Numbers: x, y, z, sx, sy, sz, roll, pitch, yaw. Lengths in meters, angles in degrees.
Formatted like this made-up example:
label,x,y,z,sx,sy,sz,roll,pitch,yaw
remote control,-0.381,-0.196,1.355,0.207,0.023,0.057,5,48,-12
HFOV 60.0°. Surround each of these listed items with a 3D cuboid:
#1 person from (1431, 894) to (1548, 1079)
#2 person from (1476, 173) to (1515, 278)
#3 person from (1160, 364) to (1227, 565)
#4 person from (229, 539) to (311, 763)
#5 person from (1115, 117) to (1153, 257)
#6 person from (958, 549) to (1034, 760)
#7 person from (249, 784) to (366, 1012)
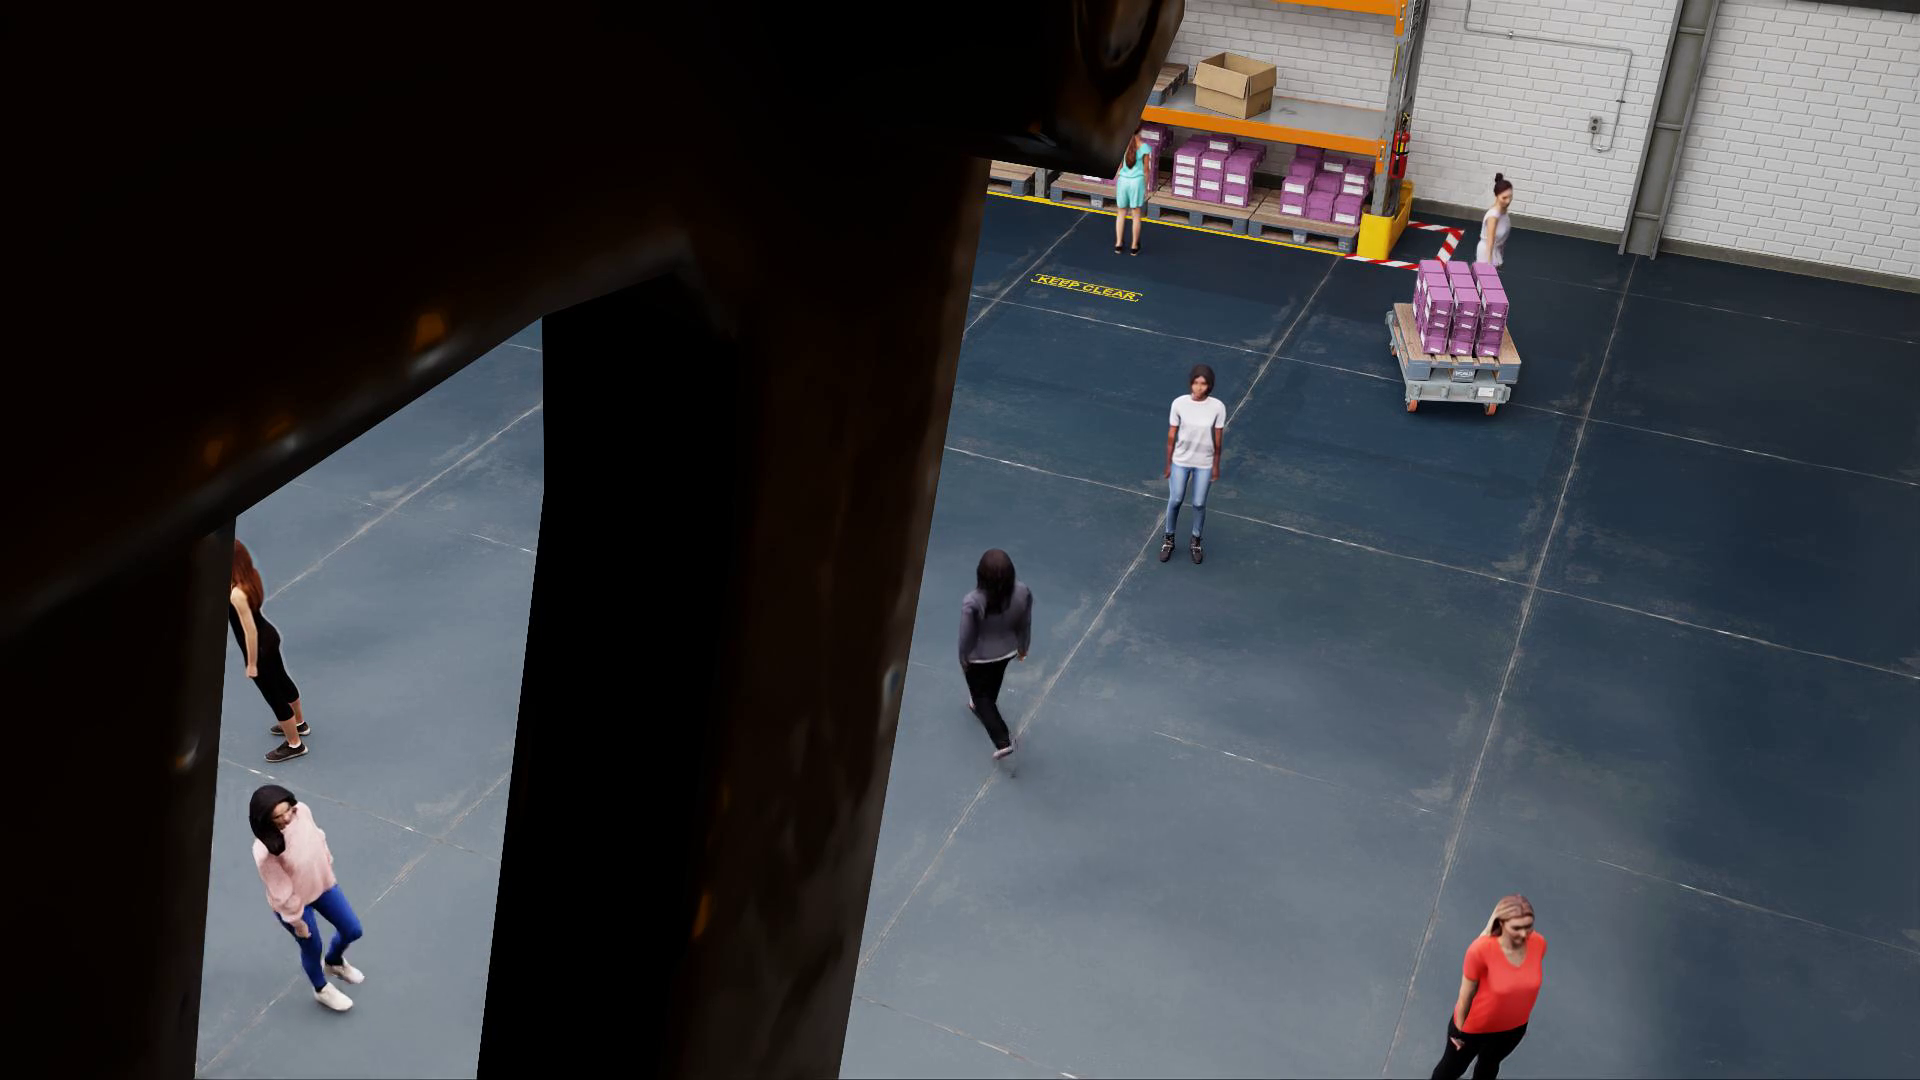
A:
label,x,y,z,sx,sy,sz,roll,pitch,yaw
person,2.711,2.454,8.545,0.656,1.693,0.738,-7,34,-11
person,5.239,-2.888,16.648,0.917,1.620,0.644,16,37,23
person,1.832,-0.602,13.119,0.559,1.719,0.705,4,34,7
person,-4.679,0.716,11.130,0.688,1.725,0.659,-6,34,-9
person,1.874,-3.894,18.218,0.508,1.558,0.634,9,35,13
person,0.229,0.769,11.186,1.008,1.576,1.120,-16,37,-23
person,-3.712,1.979,9.216,0.619,1.742,0.648,11,35,16
